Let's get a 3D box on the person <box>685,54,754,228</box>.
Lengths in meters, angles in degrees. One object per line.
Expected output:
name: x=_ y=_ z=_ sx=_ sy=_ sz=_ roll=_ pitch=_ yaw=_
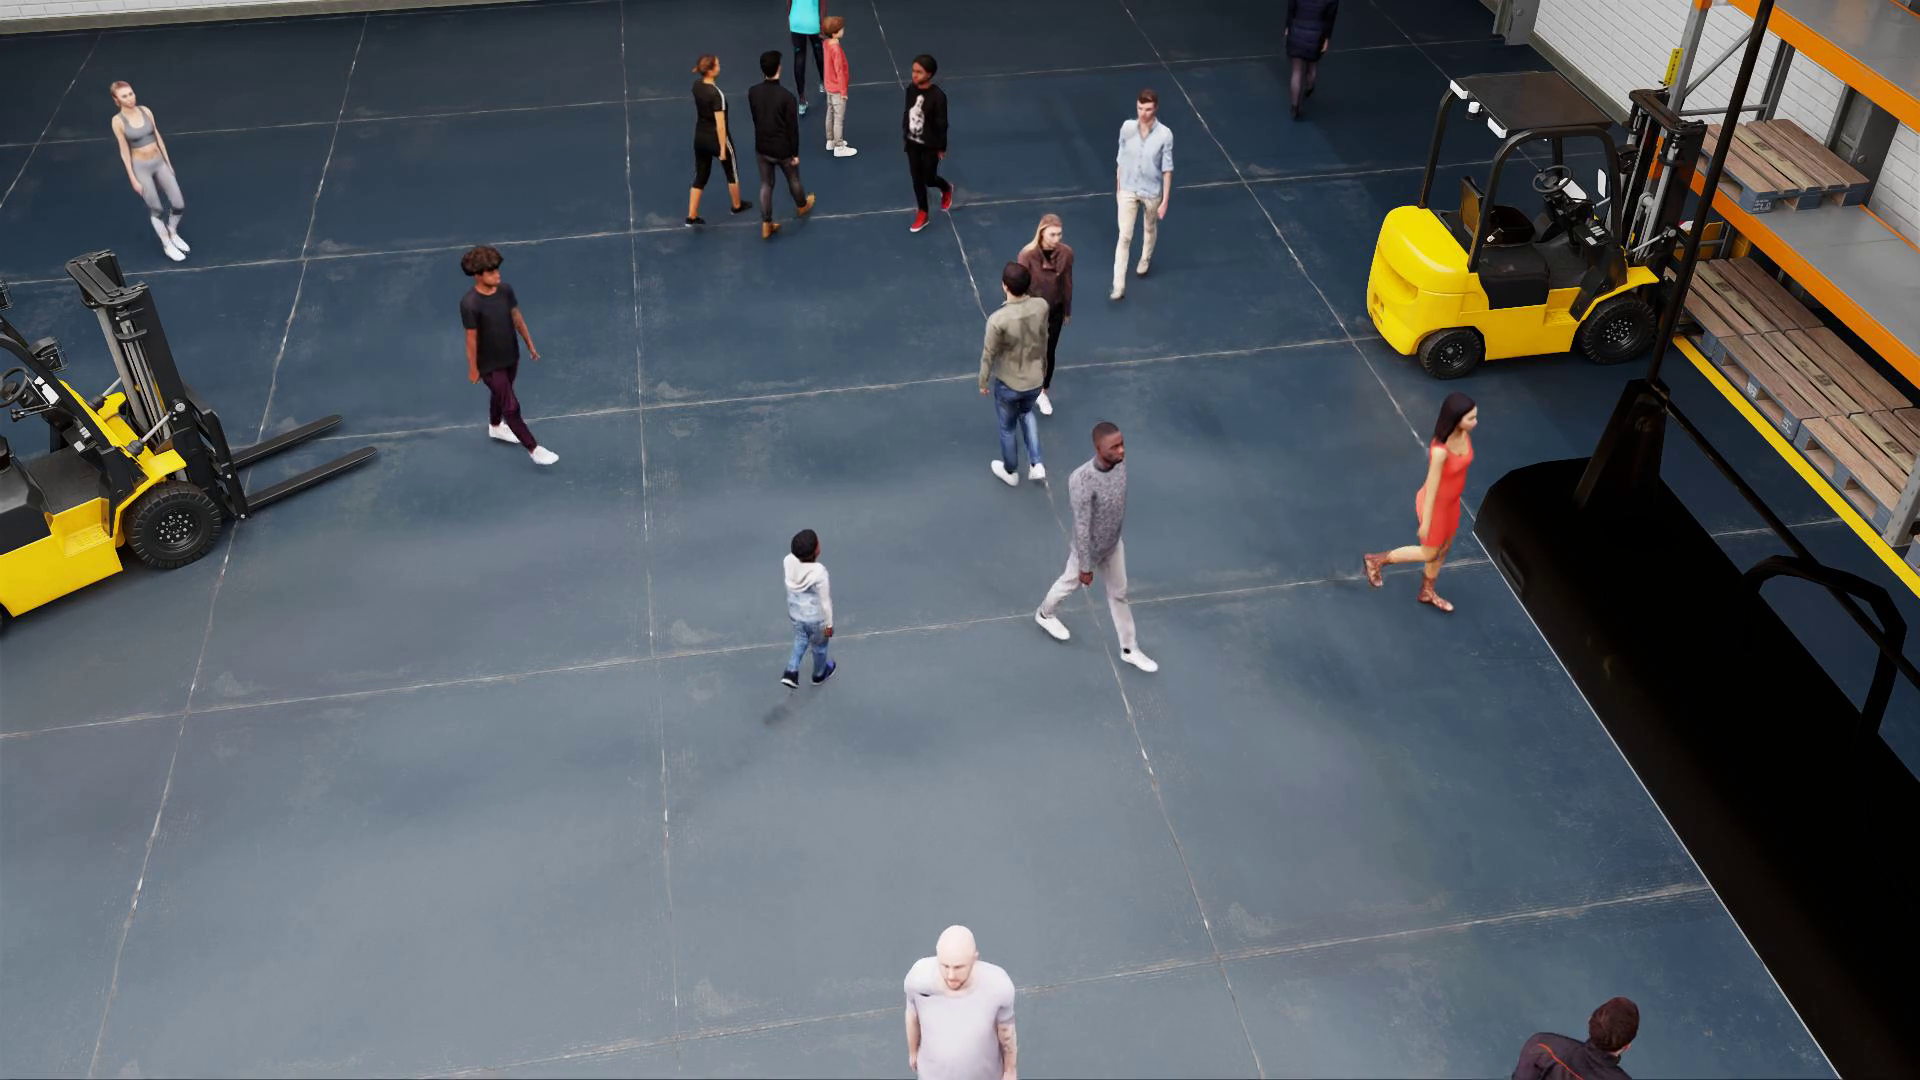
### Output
person: x=-2.334 y=-3.634 z=15.268 sx=1.031 sy=1.637 sz=1.057 roll=27 pitch=46 yaw=30

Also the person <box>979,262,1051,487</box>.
person: x=0.457 y=-1.122 z=11.943 sx=0.853 sy=1.860 sz=0.898 roll=-21 pitch=43 yaw=-24

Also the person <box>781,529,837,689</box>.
person: x=-0.983 y=0.470 z=10.437 sx=0.700 sy=1.252 sz=0.766 roll=22 pitch=44 yaw=25

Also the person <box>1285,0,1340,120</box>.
person: x=3.573 y=-5.158 z=17.176 sx=0.948 sy=1.636 sz=1.129 roll=10 pitch=40 yaw=12

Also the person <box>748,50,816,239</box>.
person: x=-1.723 y=-3.560 z=15.134 sx=0.951 sy=1.687 sz=1.127 roll=12 pitch=40 yaw=14

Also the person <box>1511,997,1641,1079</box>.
person: x=2.532 y=2.665 z=7.173 sx=0.809 sy=1.894 sz=0.889 roll=30 pitch=48 yaw=32

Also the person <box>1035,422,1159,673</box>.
person: x=0.788 y=-0.006 z=10.599 sx=1.292 sy=1.793 sz=1.173 roll=29 pitch=47 yaw=31

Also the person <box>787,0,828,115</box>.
person: x=-1.618 y=-5.299 z=17.236 sx=0.847 sy=1.782 sz=1.141 roll=4 pitch=39 yaw=4

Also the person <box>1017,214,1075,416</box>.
person: x=0.614 y=-1.810 z=12.942 sx=0.634 sy=1.688 sz=0.823 roll=-8 pitch=39 yaw=-10

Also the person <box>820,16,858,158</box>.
person: x=-1.246 y=-4.529 z=16.565 sx=0.631 sy=1.416 sz=0.501 roll=-17 pitch=42 yaw=-20

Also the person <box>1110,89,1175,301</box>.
person: x=1.605 y=-3.036 z=14.393 sx=1.051 sy=1.793 sz=1.299 roll=12 pitch=40 yaw=14

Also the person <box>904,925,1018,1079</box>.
person: x=0.026 y=2.347 z=7.641 sx=0.876 sy=1.808 sz=1.203 roll=4 pitch=39 yaw=5

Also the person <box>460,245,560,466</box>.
person: x=-3.506 y=-1.399 z=12.384 sx=1.098 sy=1.742 sz=1.097 roll=18 pitch=42 yaw=21

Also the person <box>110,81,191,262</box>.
person: x=-7.258 y=-3.298 z=14.800 sx=0.772 sy=1.694 sz=0.712 roll=23 pitch=44 yaw=27

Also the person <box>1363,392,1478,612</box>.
person: x=3.076 y=-0.253 z=10.979 sx=0.962 sy=1.704 sz=0.921 roll=20 pitch=43 yaw=24

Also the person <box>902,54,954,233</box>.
person: x=-0.292 y=-3.676 z=15.297 sx=0.875 sy=1.665 sz=0.940 roll=22 pitch=44 yaw=26
